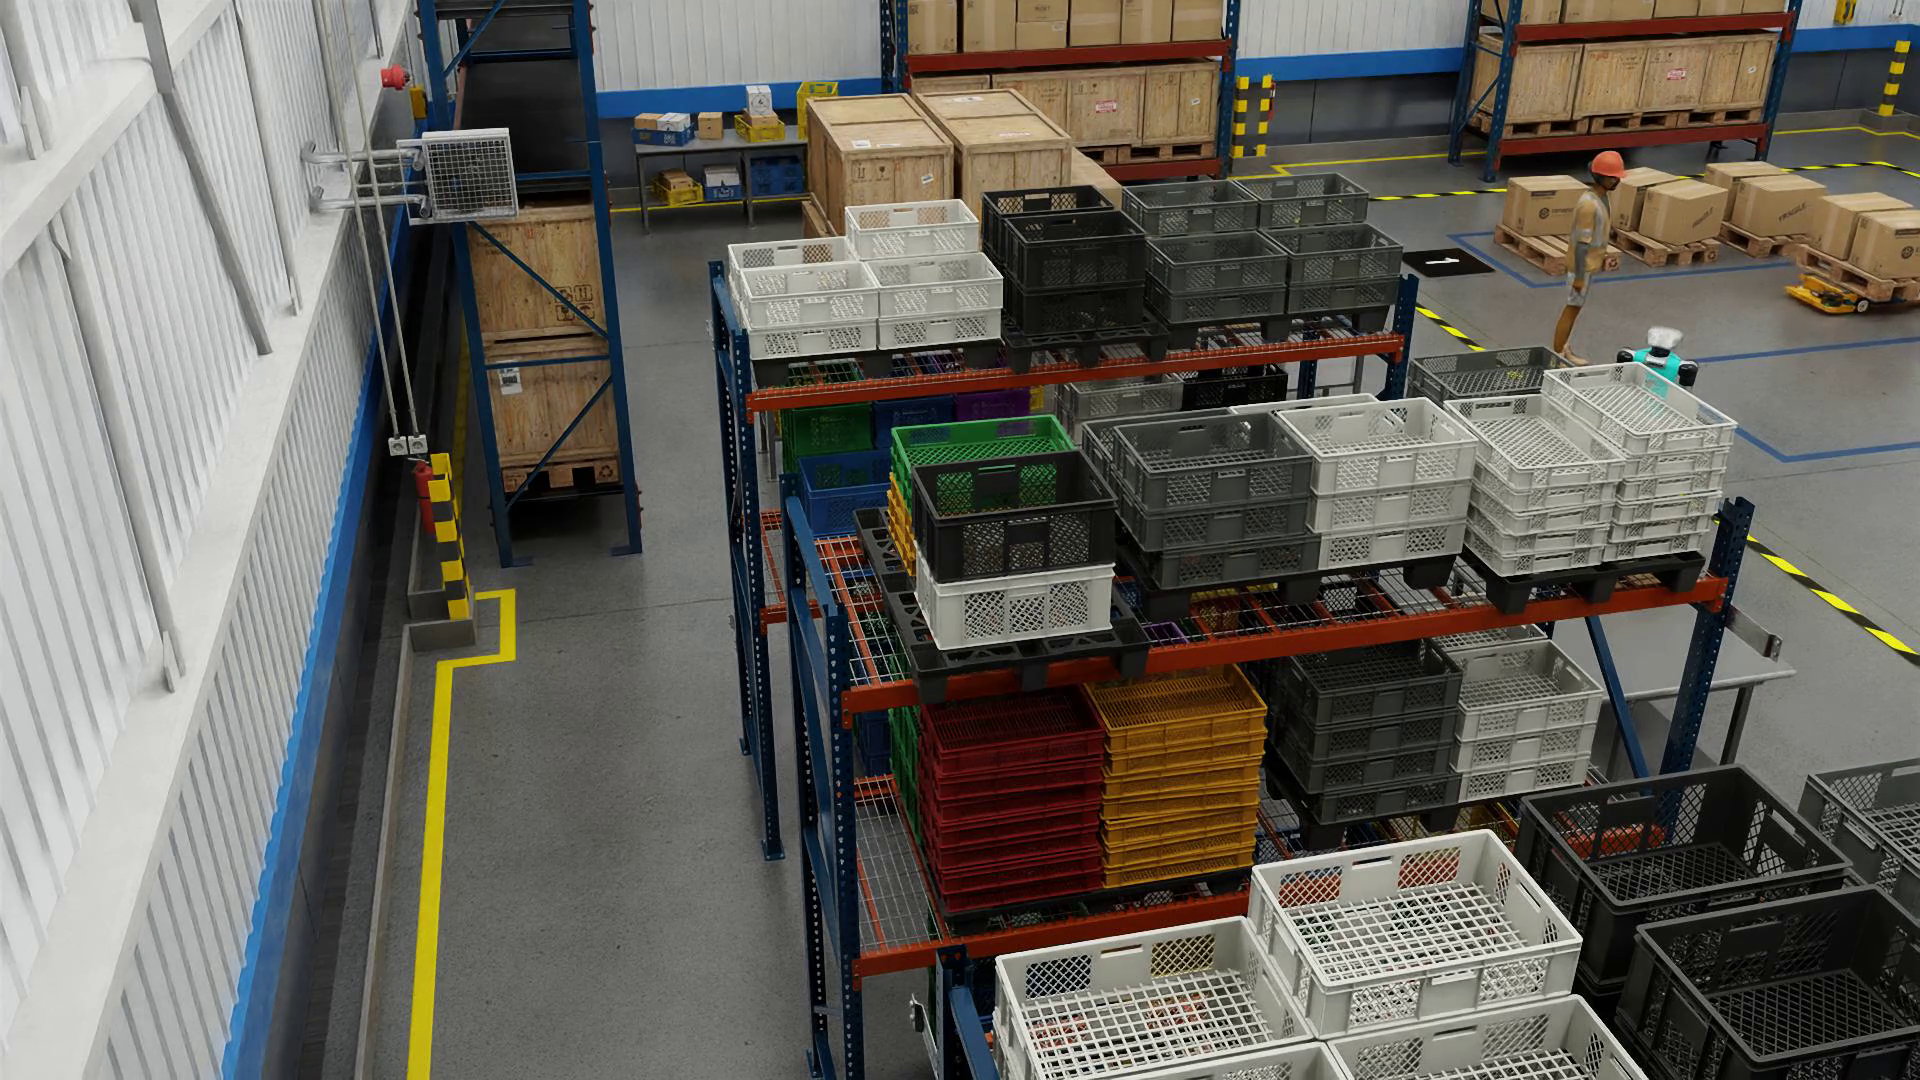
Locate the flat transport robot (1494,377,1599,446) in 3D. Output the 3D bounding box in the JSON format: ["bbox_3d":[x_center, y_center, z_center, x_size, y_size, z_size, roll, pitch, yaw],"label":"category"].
[{"bbox_3d":[4.780,-1.036,14.013,0.659,0.231,1.431,-6,28,-12],"label":"flat transport robot"}]

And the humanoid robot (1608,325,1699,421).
[{"bbox_3d":[4.880,-0.779,11.808,0.533,1.674,0.735,16,32,28],"label":"humanoid robot"}]

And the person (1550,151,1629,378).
[{"bbox_3d":[5.593,-2.453,14.801,0.391,2.041,0.610,15,31,26],"label":"person"}]

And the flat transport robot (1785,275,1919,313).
[{"bbox_3d":[9.213,-2.548,16.851,1.431,0.197,0.652,-6,28,-12],"label":"flat transport robot"}]
